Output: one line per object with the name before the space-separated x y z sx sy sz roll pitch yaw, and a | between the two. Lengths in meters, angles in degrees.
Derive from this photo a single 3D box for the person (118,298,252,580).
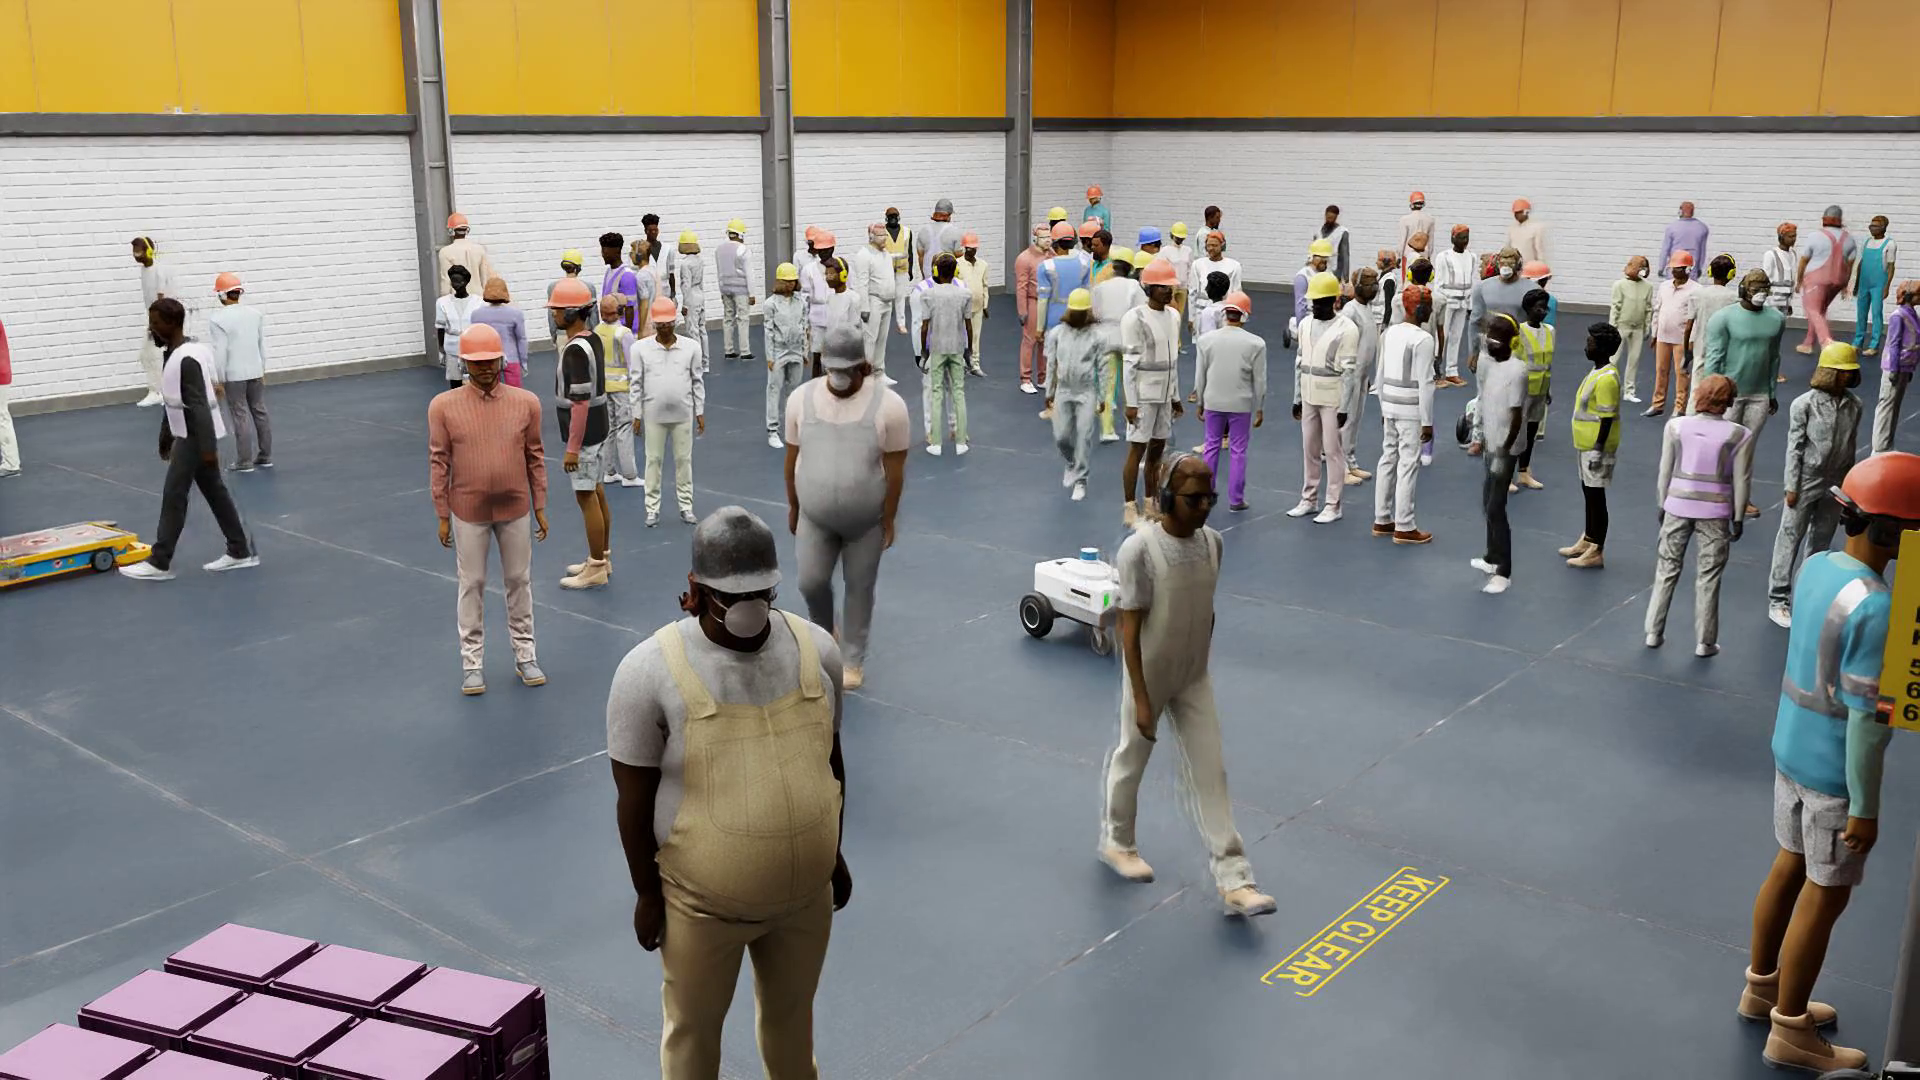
person | -5.300 -0.671 11.168 0.923 1.876 0.627 -8 16 -29

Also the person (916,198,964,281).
person | -0.212 -3.617 22.627 0.688 2.000 0.536 7 16 27

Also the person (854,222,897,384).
person | -0.952 -2.726 19.344 0.407 1.904 0.655 7 16 26

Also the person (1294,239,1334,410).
person | 3.803 -2.297 17.776 0.600 1.829 0.404 -14 19 -43

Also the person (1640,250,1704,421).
person | 7.384 -2.112 17.195 0.324 1.752 0.562 -9 17 -32

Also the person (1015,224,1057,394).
person | 0.929 -2.633 18.970 0.651 1.906 0.403 -12 18 -40

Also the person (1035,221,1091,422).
person | 1.042 -2.237 17.110 0.608 2.044 0.370 -7 15 -25

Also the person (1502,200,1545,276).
person | 8.154 -3.980 24.291 1.047 1.925 0.621 -8 16 -29

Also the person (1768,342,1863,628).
person | 5.230 -0.332 10.102 0.483 1.745 0.300 -3 14 -13

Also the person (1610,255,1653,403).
person | 7.351 -2.309 18.251 0.504 1.628 0.276 -3 14 -12

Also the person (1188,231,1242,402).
person | 2.778 -2.433 18.213 0.581 1.882 0.339 6 15 24

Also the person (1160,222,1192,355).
person | 2.855 -3.311 21.983 0.530 1.757 0.338 -7 16 -27

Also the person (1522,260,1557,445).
person | 5.456 -1.783 15.882 0.342 1.751 0.564 12 18 39

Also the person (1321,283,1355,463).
person | 3.372 -1.464 14.838 0.307 1.640 0.520 -2 14 -8

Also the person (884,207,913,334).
person | -0.978 -3.924 24.261 0.633 1.841 0.429 -4 14 -14

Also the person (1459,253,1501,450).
person | 4.962 -1.754 15.577 0.390 1.847 0.563 9 17 31

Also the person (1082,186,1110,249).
person | 2.306 -5.075 28.565 0.388 1.987 0.608 -12 19 -40

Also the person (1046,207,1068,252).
person | 1.337 -3.523 22.483 0.387 1.926 0.591 4 15 16

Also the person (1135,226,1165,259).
person | 2.092 -2.437 18.120 0.400 1.938 0.602 2 14 6

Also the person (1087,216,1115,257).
person | 1.647 -3.037 20.579 0.404 1.911 0.636 -6 15 -22

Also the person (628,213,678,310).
person | -3.725 -2.980 20.232 0.612 1.965 0.361 -9 16 -31

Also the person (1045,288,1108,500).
person | 0.953 -1.198 13.563 0.521 1.729 0.468 3 14 14

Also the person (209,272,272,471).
person | -6.368 -1.481 14.671 0.339 1.752 0.564 6 15 23

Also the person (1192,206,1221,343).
person | 3.436 -3.705 23.255 0.390 1.910 0.592 6 15 22

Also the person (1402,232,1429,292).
person | 5.992 -3.237 21.935 0.294 1.632 0.501 0 14 1

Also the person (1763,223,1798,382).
person | 9.658 -2.796 19.665 0.583 1.882 0.338 -10 17 -34

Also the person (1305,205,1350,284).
person | 5.306 -3.868 23.942 0.434 1.898 0.781 -8 16 -30

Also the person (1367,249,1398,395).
person | 4.794 -2.464 18.835 0.306 1.640 0.523 1 14 4

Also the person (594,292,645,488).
person | -2.880 -1.260 14.013 0.514 1.645 0.307 12 18 39

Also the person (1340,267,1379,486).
person | 3.367 -1.393 14.136 0.327 1.843 0.514 8 16 30

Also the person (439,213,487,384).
person | -5.854 -2.846 19.639 0.377 1.995 0.608 12 18 39

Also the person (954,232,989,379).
person | 0.118 -2.819 20.022 0.563 1.751 0.330 -9 17 -33

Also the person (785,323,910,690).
person | -0.615 -0.187 8.922 0.689 2.000 0.541 1 14 5

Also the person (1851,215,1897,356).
person | 12.067 -3.362 22.004 0.332 1.844 0.518 -6 15 -22

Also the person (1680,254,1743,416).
person | 6.865 -1.669 15.191 0.533 1.868 0.310 11 18 38

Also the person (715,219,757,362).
person | -2.876 -3.220 21.477 0.591 1.826 0.403 9 17 33

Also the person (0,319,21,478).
person | -8.424 -1.409 14.422 0.355 1.737 0.574 -9 17 -33

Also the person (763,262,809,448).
person | -1.632 -1.755 15.788 0.487 1.744 0.312 -12 18 -39

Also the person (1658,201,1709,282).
person | 10.693 -4.056 24.668 0.653 1.903 0.403 1 14 4
